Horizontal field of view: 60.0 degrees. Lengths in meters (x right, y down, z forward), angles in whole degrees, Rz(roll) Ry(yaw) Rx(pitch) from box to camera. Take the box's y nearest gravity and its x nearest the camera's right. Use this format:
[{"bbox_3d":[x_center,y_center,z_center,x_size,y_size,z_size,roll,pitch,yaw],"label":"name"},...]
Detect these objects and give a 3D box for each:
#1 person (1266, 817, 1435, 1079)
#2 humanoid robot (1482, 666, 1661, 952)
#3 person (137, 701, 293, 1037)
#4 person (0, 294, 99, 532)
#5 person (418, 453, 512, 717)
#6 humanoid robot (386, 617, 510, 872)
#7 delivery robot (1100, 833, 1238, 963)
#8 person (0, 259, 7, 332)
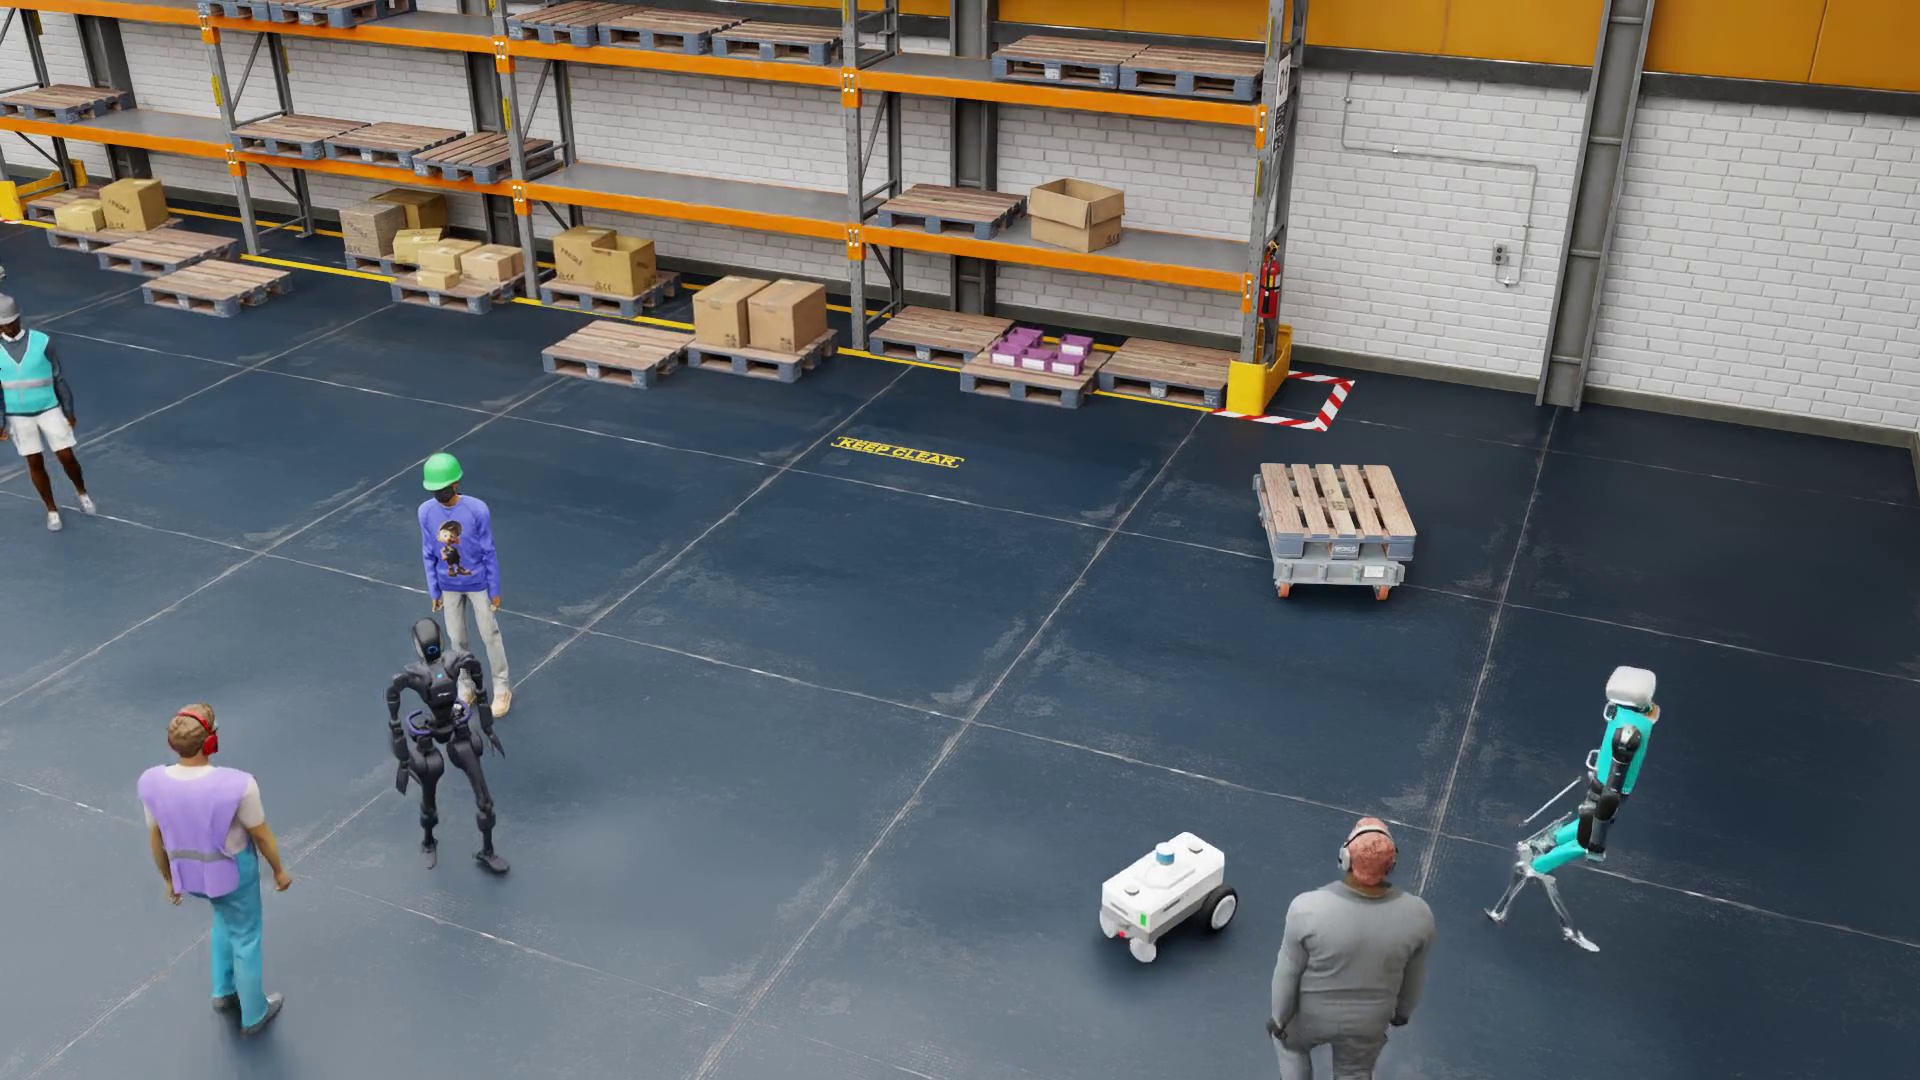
[{"bbox_3d":[1.671,2.015,7.253,0.663,1.892,0.452,0,27,1],"label":"person"},{"bbox_3d":[3.104,1.419,8.685,0.795,1.862,0.560,14,30,25],"label":"humanoid robot"},{"bbox_3d":[-3.580,1.617,8.093,0.557,1.830,0.468,5,28,9],"label":"person"},{"bbox_3d":[-7.285,-1.017,13.095,0.564,1.925,0.499,-9,29,-18],"label":"person"},{"bbox_3d":[-3.170,0.296,10.622,0.466,1.866,0.365,1,27,1],"label":"person"},{"bbox_3d":[-2.848,1.127,9.226,0.612,1.650,0.453,-19,33,-32],"label":"humanoid robot"},{"bbox_3d":[1.106,1.890,8.975,0.785,0.613,0.525,-23,35,-37],"label":"delivery robot"},{"bbox_3d":[-9.694,-2.670,16.260,0.611,1.963,0.361,-13,30,-23],"label":"person"}]
